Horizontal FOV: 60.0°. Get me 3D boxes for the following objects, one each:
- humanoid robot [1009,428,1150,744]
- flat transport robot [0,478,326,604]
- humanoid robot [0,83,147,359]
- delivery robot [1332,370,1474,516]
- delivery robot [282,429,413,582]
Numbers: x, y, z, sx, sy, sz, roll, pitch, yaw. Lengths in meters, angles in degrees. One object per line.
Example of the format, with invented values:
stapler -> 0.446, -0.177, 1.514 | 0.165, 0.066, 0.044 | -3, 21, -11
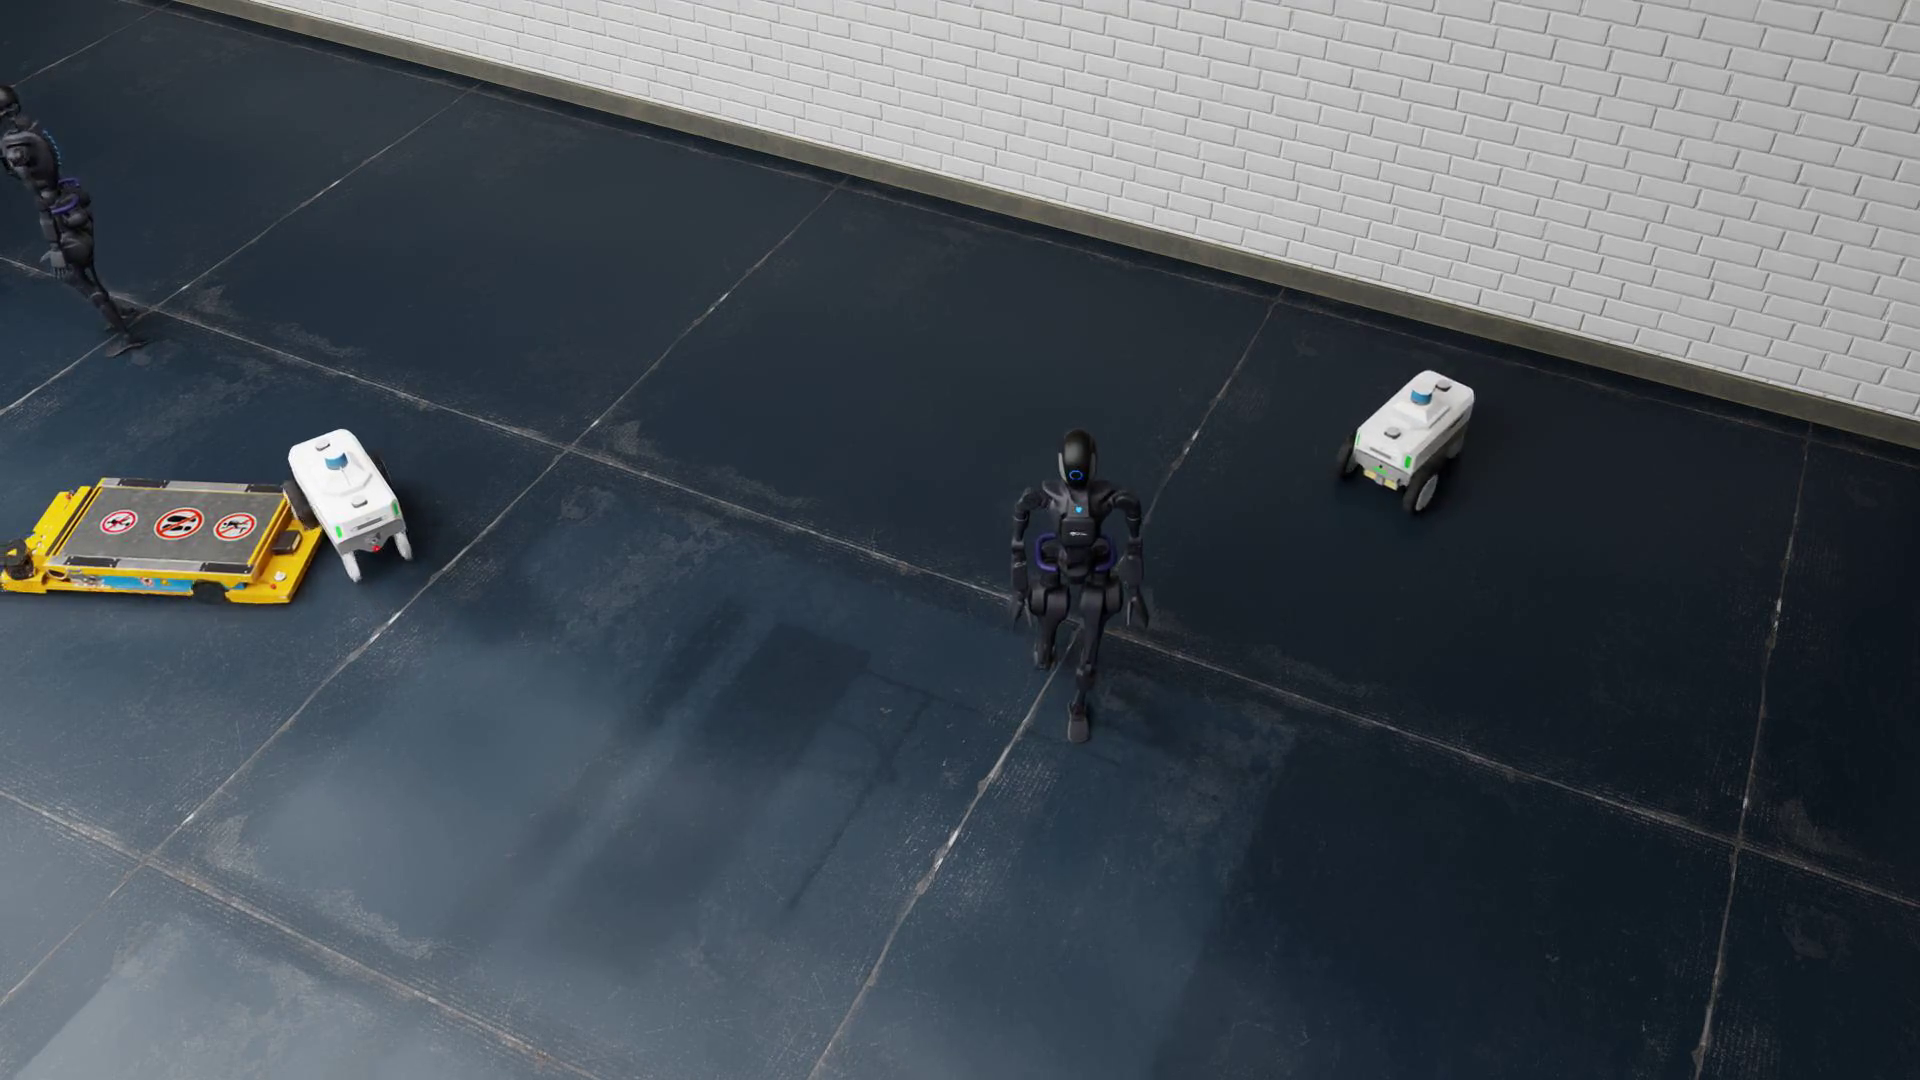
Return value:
humanoid robot -> 0.510, 0.140, 7.077 | 0.600, 1.644, 0.521 | 0, 43, 0
flat transport robot -> -3.925, 0.002, 8.253 | 1.431, 0.231, 0.659 | 3, 43, 3
humanoid robot -> -4.899, -1.724, 9.083 | 0.341, 1.646, 0.612 | -13, 44, -14
delivery robot -> 2.348, -0.562, 8.629 | 0.499, 0.563, 0.738 | 31, 51, 29
delivery robot -> -3.041, -0.212, 8.268 | 0.499, 0.587, 0.777 | -25, 49, -25
